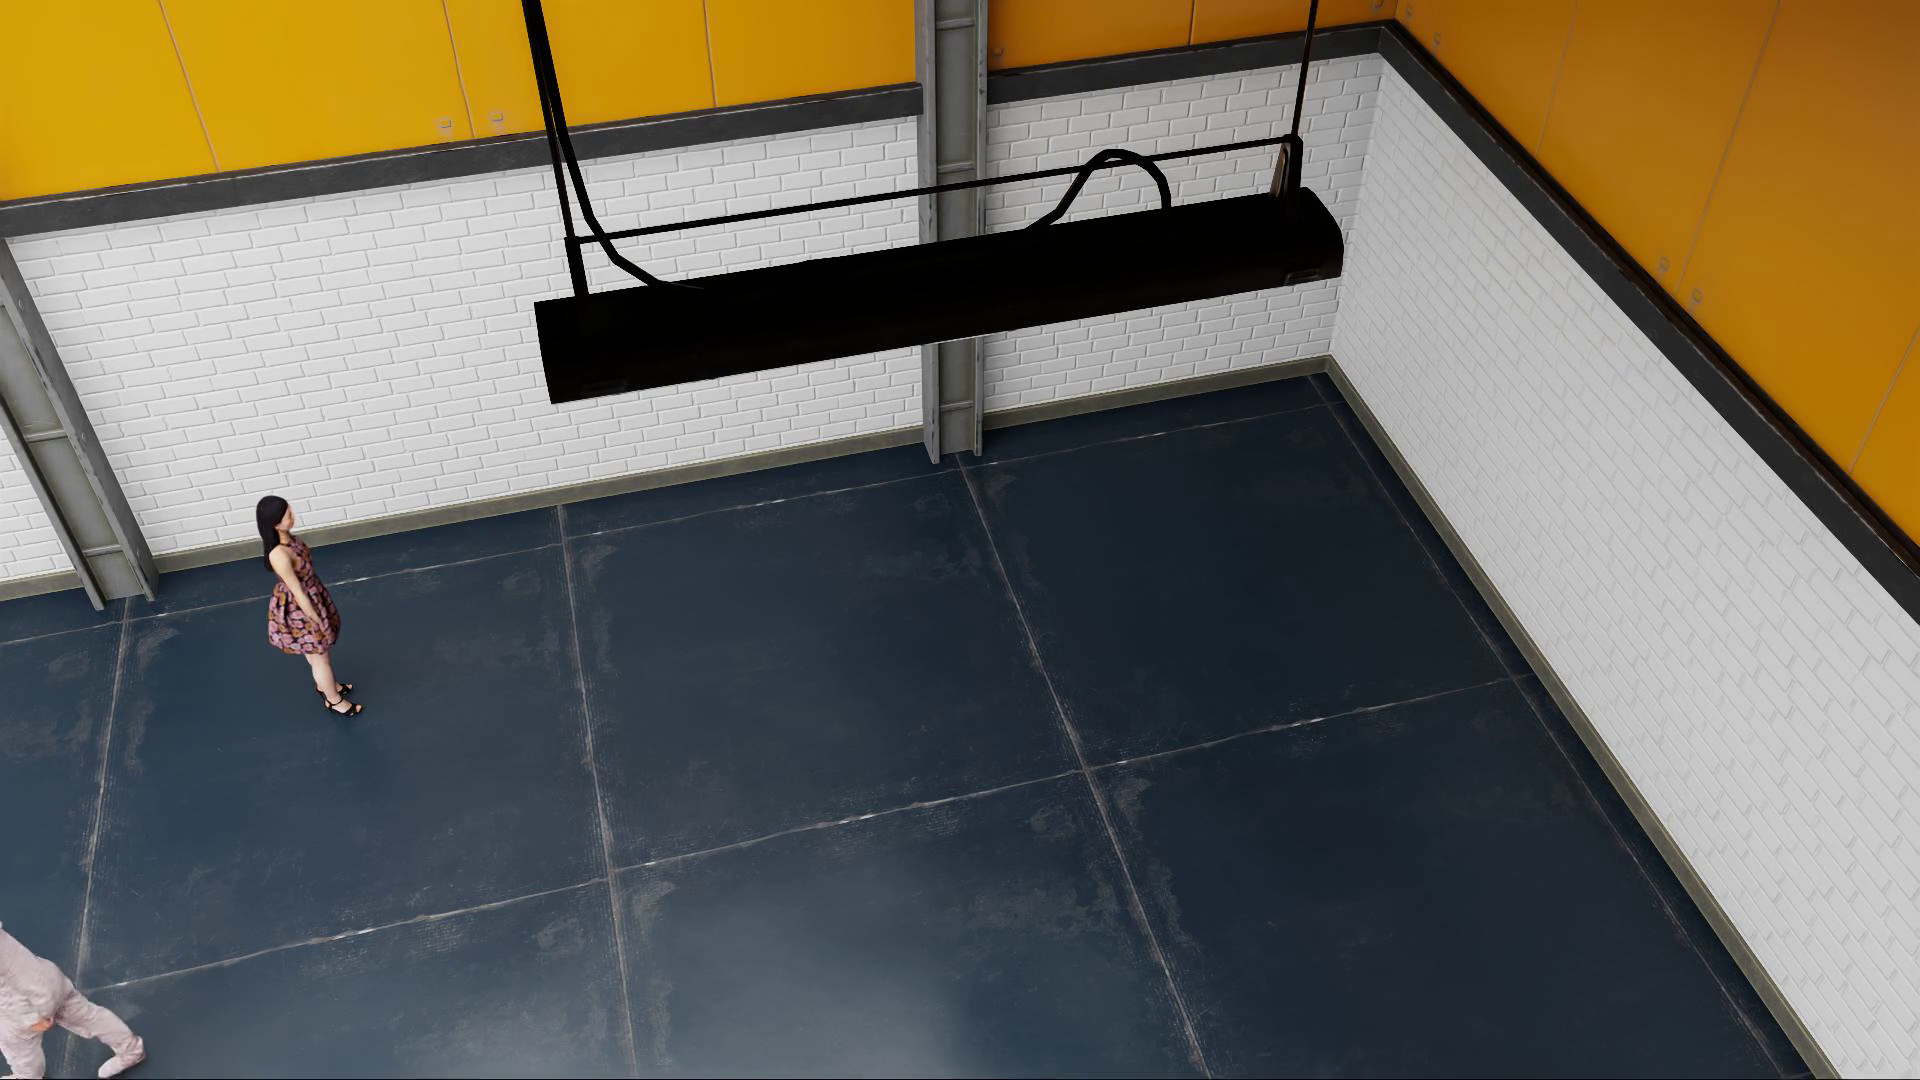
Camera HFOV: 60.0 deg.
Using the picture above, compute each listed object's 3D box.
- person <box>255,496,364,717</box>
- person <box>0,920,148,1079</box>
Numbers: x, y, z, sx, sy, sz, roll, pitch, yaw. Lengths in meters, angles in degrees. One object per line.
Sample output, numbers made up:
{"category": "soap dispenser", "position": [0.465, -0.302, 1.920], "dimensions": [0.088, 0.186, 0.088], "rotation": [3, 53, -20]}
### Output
{"category": "person", "position": [-4.063, 0.419, 10.335], "dimensions": [0.730, 1.776, 0.718], "rotation": [-19, 47, -19]}
{"category": "person", "position": [-4.652, 2.310, 8.461], "dimensions": [0.975, 1.621, 0.626], "rotation": [-16, 46, -16]}
